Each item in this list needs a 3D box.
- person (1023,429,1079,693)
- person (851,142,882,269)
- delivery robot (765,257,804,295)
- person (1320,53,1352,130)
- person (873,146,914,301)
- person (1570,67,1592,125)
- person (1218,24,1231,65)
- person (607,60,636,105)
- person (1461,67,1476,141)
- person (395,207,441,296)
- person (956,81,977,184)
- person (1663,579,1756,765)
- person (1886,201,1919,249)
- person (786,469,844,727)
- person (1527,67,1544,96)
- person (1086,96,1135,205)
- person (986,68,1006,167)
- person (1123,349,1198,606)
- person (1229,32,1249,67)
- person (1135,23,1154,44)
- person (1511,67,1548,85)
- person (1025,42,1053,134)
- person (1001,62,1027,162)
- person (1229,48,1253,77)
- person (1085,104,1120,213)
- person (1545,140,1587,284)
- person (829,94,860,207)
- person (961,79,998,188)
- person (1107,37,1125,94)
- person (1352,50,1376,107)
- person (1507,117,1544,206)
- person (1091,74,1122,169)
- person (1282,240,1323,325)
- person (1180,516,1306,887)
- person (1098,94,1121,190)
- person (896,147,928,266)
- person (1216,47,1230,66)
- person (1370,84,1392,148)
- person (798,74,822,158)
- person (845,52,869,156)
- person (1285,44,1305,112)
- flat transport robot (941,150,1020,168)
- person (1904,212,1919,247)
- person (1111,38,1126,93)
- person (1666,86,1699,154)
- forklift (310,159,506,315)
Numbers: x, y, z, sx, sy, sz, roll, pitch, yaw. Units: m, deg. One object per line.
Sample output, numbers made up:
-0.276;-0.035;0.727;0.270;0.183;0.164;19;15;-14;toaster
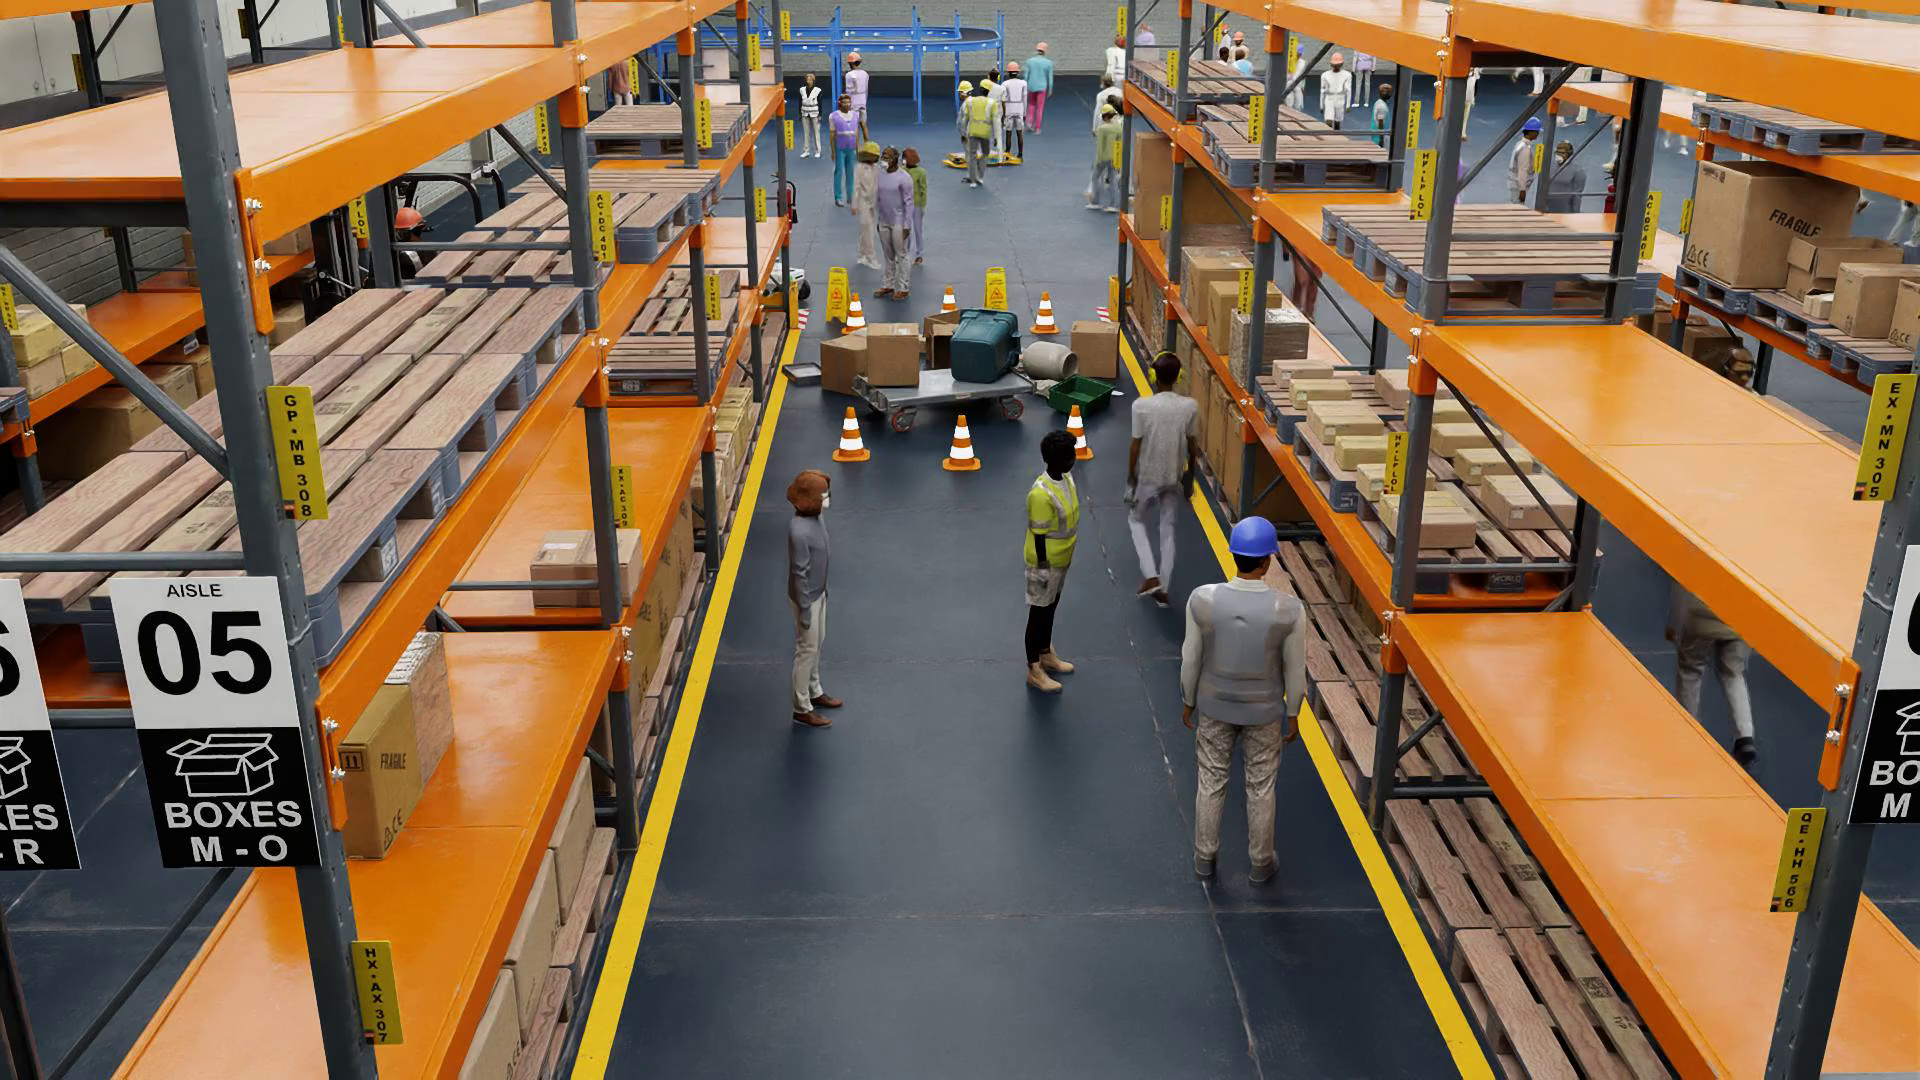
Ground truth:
0.578;0.113;10.533;0.322;1.696;0.532;8;22;21;person
-1.204;-4.639;23.066;0.751;1.707;0.495;17;27;38;person
-2.338;-3.347;21.138;0.707;0.478;0.477;11;23;27;delivery robot
7.685;-8.966;34.115;0.611;2.017;0.955;3;21;7;person
-0.842;-4.022;21.128;0.372;1.939;0.630;-18;27;-40;person
14.469;-10.476;38.621;0.510;1.631;0.284;-19;28;-41;person
7.360;-13.526;46.505;0.324;1.752;0.561;-5;21;-12;person
-7.402;-9.861;36.495;0.608;1.986;0.389;0;21;0;person
10.846;-9.395;35.755;0.497;1.632;0.289;-10;23;-24;person
-5.262;-2.220;16.242;0.407;2.035;0.601;5;21;14;person
0.134;-7.424;30.297;0.415;1.820;0.608;2;21;7;person
4.351;0.449;9.495;0.618;1.801;0.600;-1;21;-3;person
13.897;-4.975;23.855;0.972;1.777;0.611;17;27;38;person
-0.890;0.343;10.029;0.293;1.623;0.507;3;21;7;person
15.503;-12.875;44.541;0.371;1.932;0.627;14;25;32;person
2.600;-6.566;28.056;0.963;1.805;0.618;13;25;32;person
0.644;-8.175;32.226;0.500;1.861;0.329;2;21;5;person
1.399;-0.431;11.754;0.553;1.849;0.417;-5;21;-13;person
6.826;-11.520;40.969;0.548;1.931;0.395;19;28;40;person
5.036;-12.934;44.789;0.396;1.873;0.753;-13;24;-31;person
16.399;-14.010;47.698;1.026;1.834;0.621;10;23;24;person
1.757;-10.064;37.063;0.625;1.959;0.598;7;22;17;person
1.043;-8.413;32.753;0.545;1.930;0.379;-6;21;-14;person
6.302;-10.115;37.396;0.632;1.817;0.831;-9;23;-23;person
2.357;-6.286;27.377;0.536;1.733;0.688;-15;26;-35;person
7.825;-4.241;21.729;0.380;1.932;0.622;-14;25;-33;person
-1.937;-6.560;27.965;0.565;1.846;0.390;-15;25;-34;person
0.351;-7.286;29.827;0.706;1.877;0.646;5;21;14;person
3.827;-11.468;40.978;0.686;1.818;0.559;18;27;40;person
10.208;-11.940;42.065;0.594;1.930;0.354;-1;21;-3;person
8.109;-5.108;24.007;0.418;1.940;0.604;6;21;14;person
2.655;-7.697;30.924;0.670;1.879;0.785;-19;28;-40;person
4.178;-3.447;19.689;0.662;1.884;0.689;-3;21;-9;person
1.409;0.816;8.328;0.614;1.943;0.399;6;22;15;person
2.714;-7.016;29.400;0.537;1.679;0.527;-4;21;-9;person
-0.684;-4.666;23.254;0.501;1.632;0.286;13;24;31;person
5.732;-9.924;36.780;0.401;1.906;0.598;-4;21;-12;person
7.449;-7.154;29.534;0.326;1.843;0.516;2;21;6;person
-3.004;-8.527;33.455;0.514;1.638;0.308;7;22;17;person
-2.117;-8.841;33.743;0.417;2.034;0.603;15;26;35;person
7.441;-10.071;37.139;0.655;1.920;0.435;-10;23;-25;person
0.406;-7.468;32.555;1.431;0.197;0.652;-11;23;-26;flat transport robot
14.315;-5.193;24.506;0.485;1.736;0.321;0;21;-1;person
3.925;-11.154;40.108;0.591;1.852;0.930;0;21;0;person
14.807;-8.799;34.040;0.497;1.725;0.604;0;21;-1;person
-5.622;-2.910;17.832;2.313;2.155;1.214;-1;21;-1;forklift
